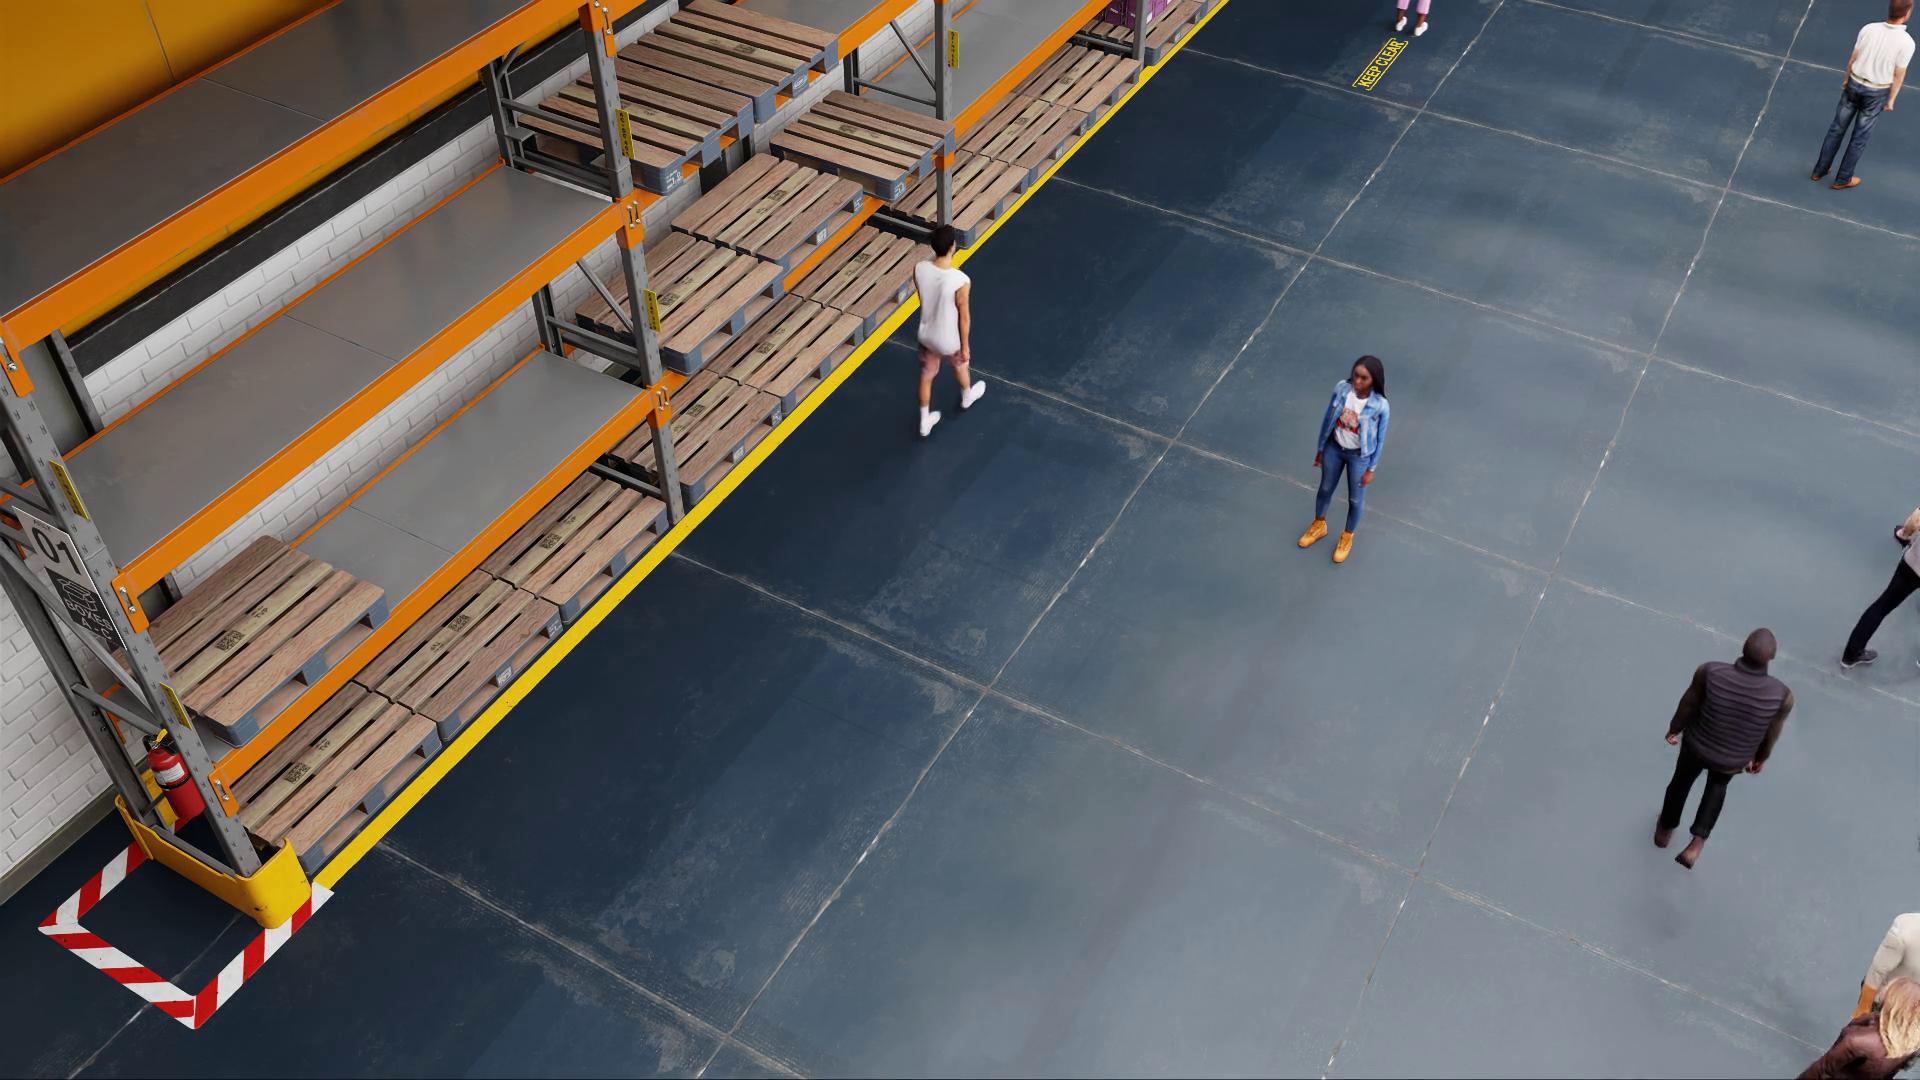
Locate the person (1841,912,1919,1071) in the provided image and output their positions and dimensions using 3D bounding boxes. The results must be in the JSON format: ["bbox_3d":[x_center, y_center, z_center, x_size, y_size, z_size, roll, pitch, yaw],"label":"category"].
[{"bbox_3d":[4.825,2.290,8.602,0.803,1.797,0.837,1,44,1],"label":"person"}]

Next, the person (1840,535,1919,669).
[{"bbox_3d":[6.207,0.205,10.779,1.110,1.812,1.024,-15,46,-15],"label":"person"}]

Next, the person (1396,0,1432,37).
[{"bbox_3d":[4.917,-6.204,17.558,0.566,1.741,0.525,25,49,24],"label":"person"}]

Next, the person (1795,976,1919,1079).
[{"bbox_3d":[4.378,2.804,8.158,1.096,1.665,1.090,-17,46,-17],"label":"person"}]

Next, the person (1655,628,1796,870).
[{"bbox_3d":[4.383,1.256,9.666,0.738,1.825,0.849,17,46,17],"label":"person"}]

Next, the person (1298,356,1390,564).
[{"bbox_3d":[2.732,-0.590,11.686,0.621,1.713,0.543,27,50,26],"label":"person"}]

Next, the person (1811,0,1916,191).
[{"bbox_3d":[8.323,-4.120,15.289,0.709,1.854,0.739,-29,51,-27],"label":"person"}]

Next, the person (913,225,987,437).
[{"bbox_3d":[-0.191,-1.528,12.639,0.672,1.757,0.937,21,48,21],"label":"person"}]
